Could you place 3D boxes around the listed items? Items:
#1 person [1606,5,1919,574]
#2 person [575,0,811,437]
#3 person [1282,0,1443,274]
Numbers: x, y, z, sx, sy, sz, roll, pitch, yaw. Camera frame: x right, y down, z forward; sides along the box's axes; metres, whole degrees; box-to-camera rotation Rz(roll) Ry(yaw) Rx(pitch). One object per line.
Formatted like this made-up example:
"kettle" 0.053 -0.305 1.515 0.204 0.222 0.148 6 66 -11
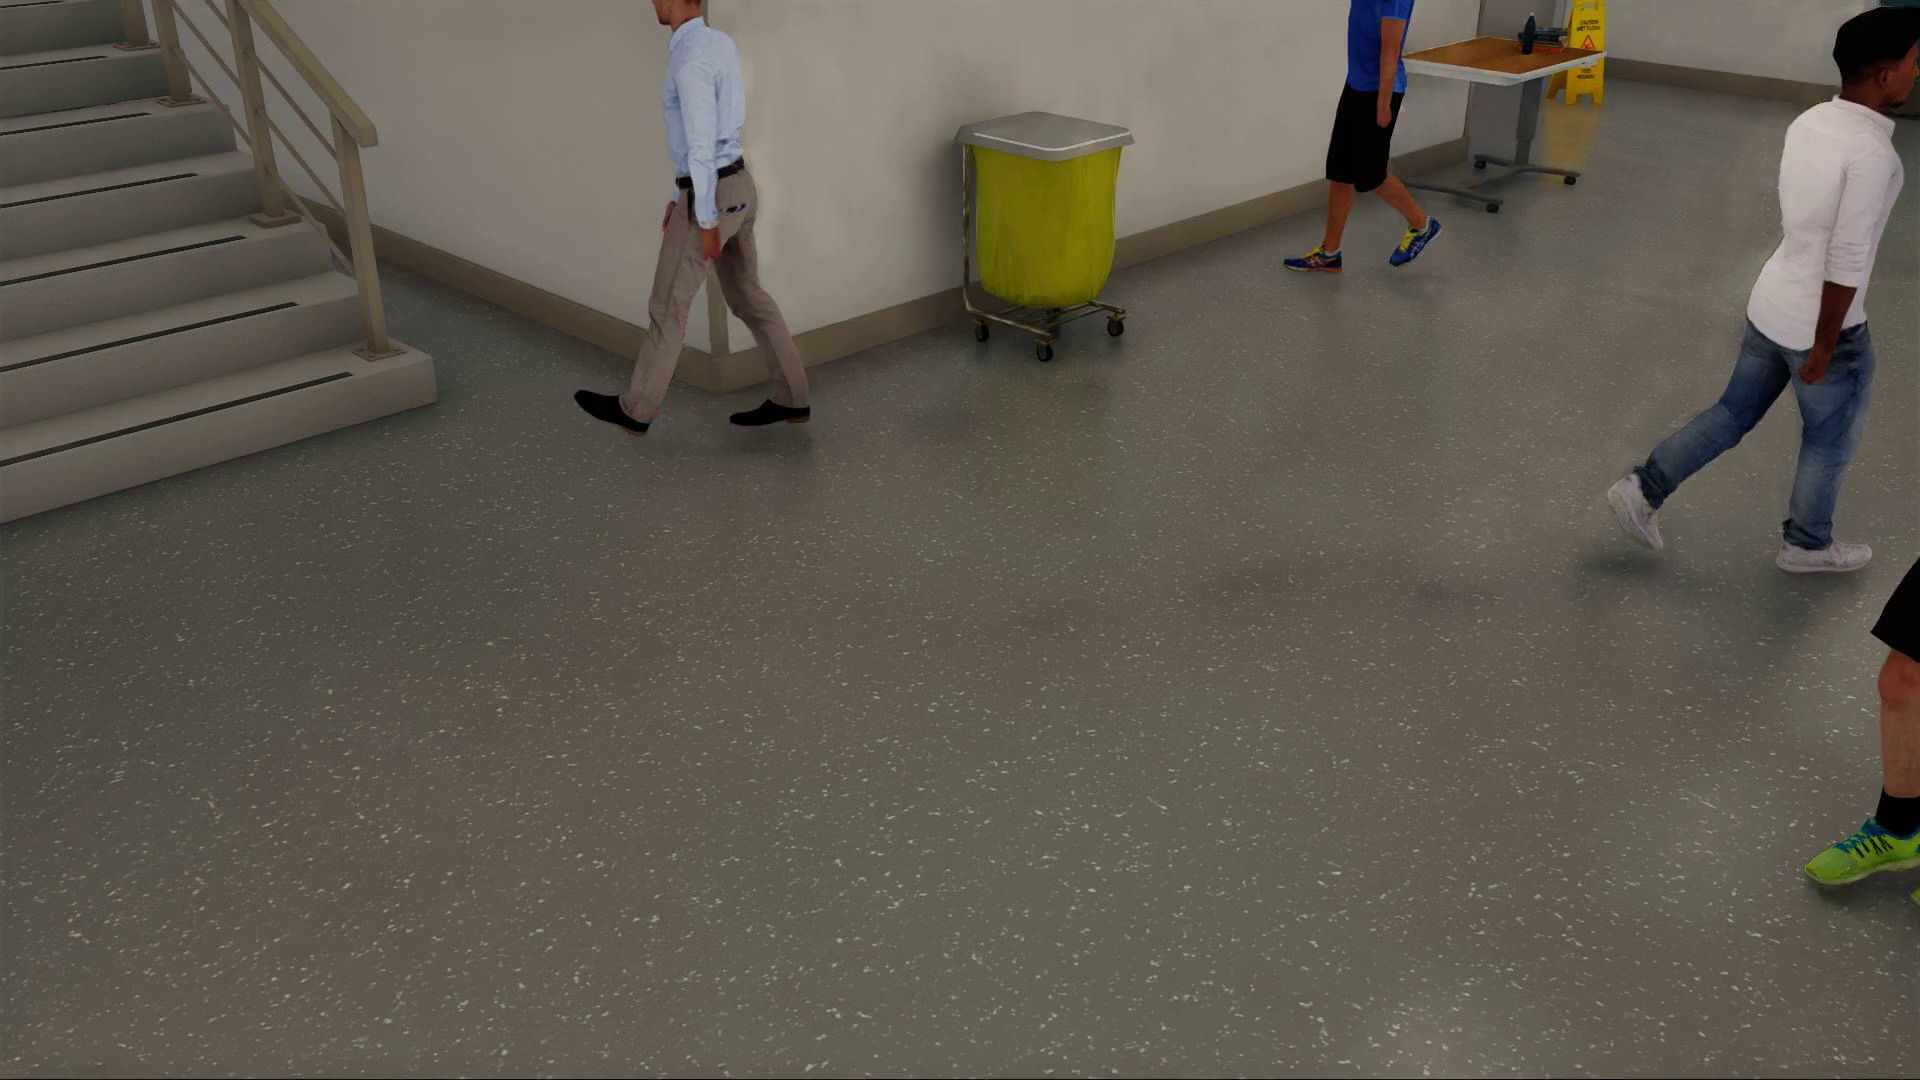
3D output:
"person" 2.548 -0.720 5.167 1.131 1.793 1.135 -3 26 -6
"person" -0.843 -1.233 6.233 1.200 1.790 1.102 1 26 1
"person" 2.086 -2.200 8.162 1.050 1.856 1.027 -2 26 -5
